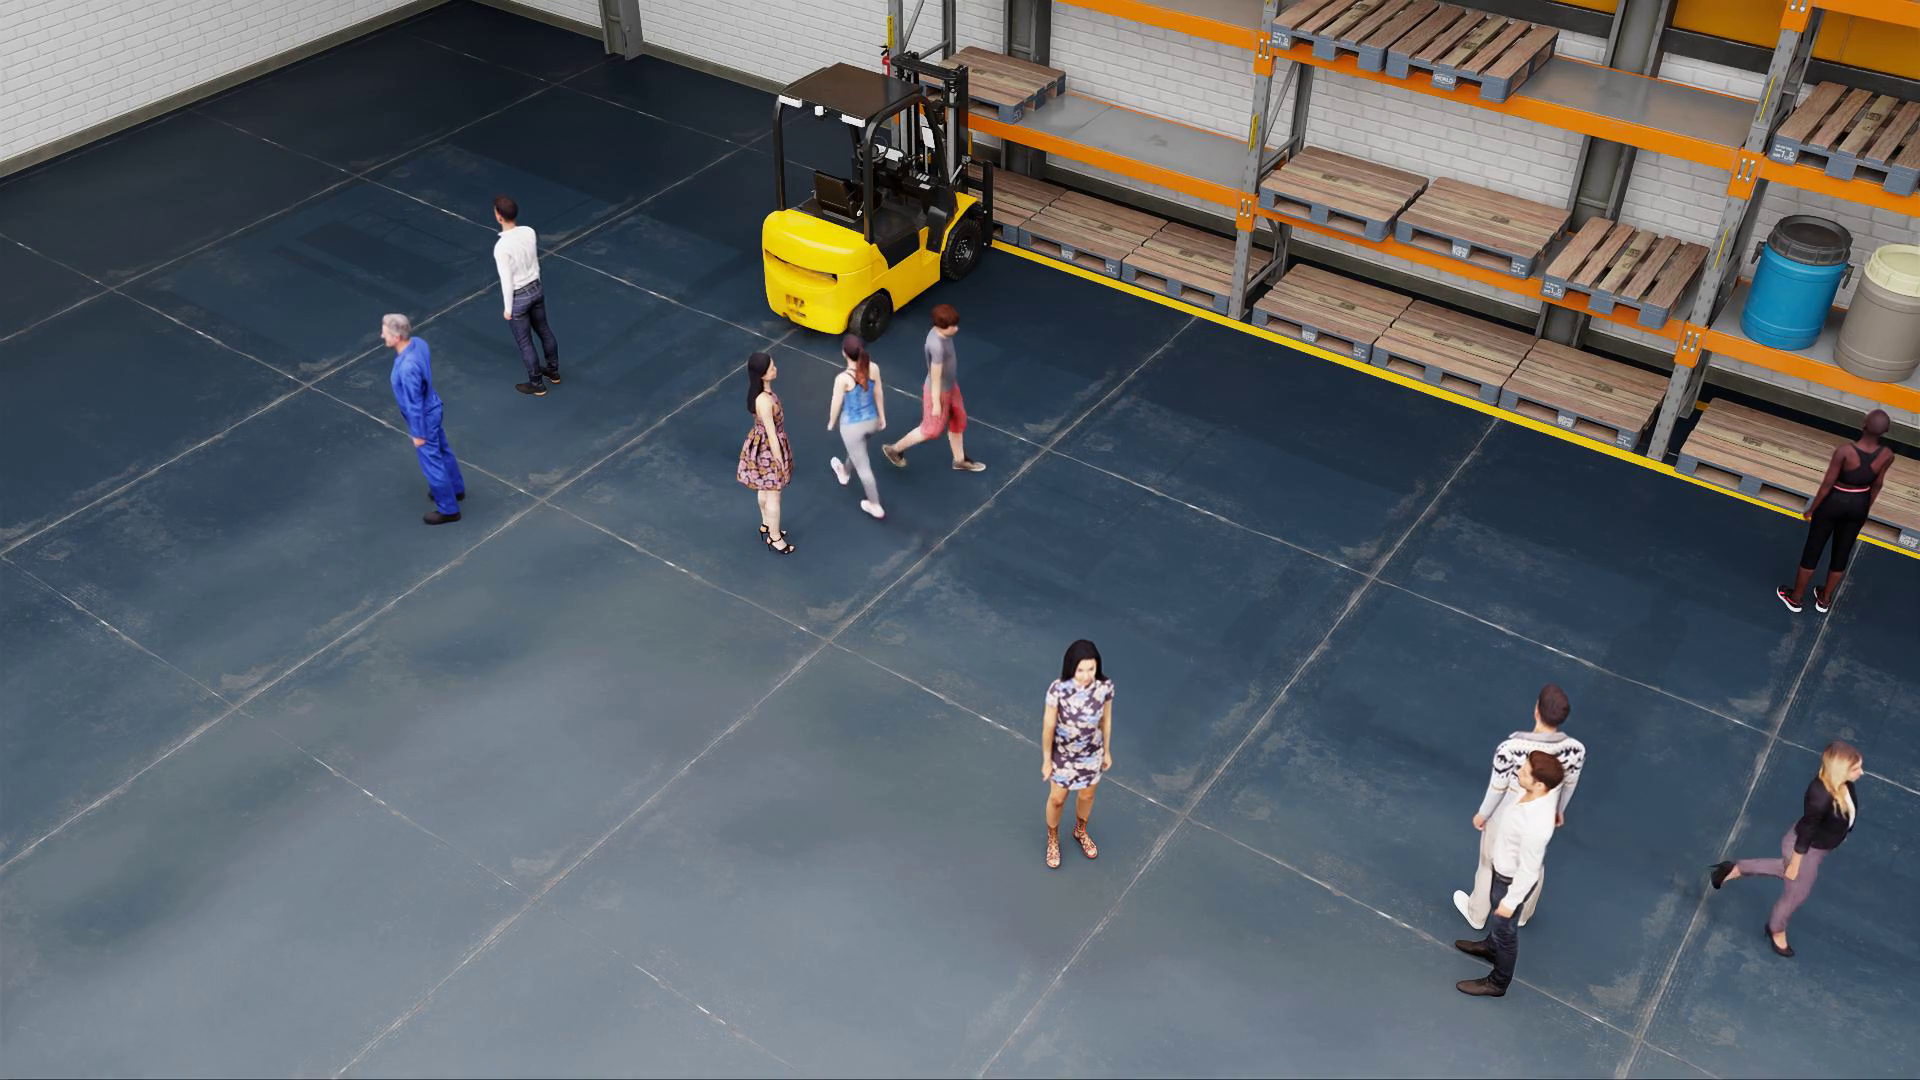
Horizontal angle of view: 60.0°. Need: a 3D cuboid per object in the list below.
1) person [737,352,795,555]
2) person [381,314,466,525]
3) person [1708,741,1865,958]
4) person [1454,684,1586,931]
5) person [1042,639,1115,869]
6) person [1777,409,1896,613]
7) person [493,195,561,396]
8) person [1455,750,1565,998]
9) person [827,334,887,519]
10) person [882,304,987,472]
[{"bbox_3d":[-1.451,-0.664,12.674,0.862,1.775,0.789,-12,40,-15],"label":"person"},{"bbox_3d":[-4.186,-0.971,13.019,0.825,1.823,0.778,-5,39,-6],"label":"person"},{"bbox_3d":[4.858,1.767,9.725,0.883,1.656,0.658,30,47,32],"label":"person"},{"bbox_3d":[3.304,1.599,9.772,0.722,1.860,0.815,-2,39,-3],"label":"person"},{"bbox_3d":[0.718,1.306,10.240,0.676,1.733,0.718,-9,40,-12],"label":"person"},{"bbox_3d":[6.422,-0.207,12.115,0.621,1.757,0.729,4,39,6],"label":"person"},{"bbox_3d":[-3.781,-2.119,14.420,0.580,1.868,0.632,20,43,23],"label":"person"},{"bbox_3d":[3.136,1.885,9.406,0.667,1.870,0.731,9,40,11],"label":"person"},{"bbox_3d":[-0.751,-0.863,13.078,0.750,1.580,1.053,-26,46,-29],"label":"person"},{"bbox_3d":[-0.251,-1.197,13.466,1.158,1.618,0.910,5,39,6],"label":"person"}]
